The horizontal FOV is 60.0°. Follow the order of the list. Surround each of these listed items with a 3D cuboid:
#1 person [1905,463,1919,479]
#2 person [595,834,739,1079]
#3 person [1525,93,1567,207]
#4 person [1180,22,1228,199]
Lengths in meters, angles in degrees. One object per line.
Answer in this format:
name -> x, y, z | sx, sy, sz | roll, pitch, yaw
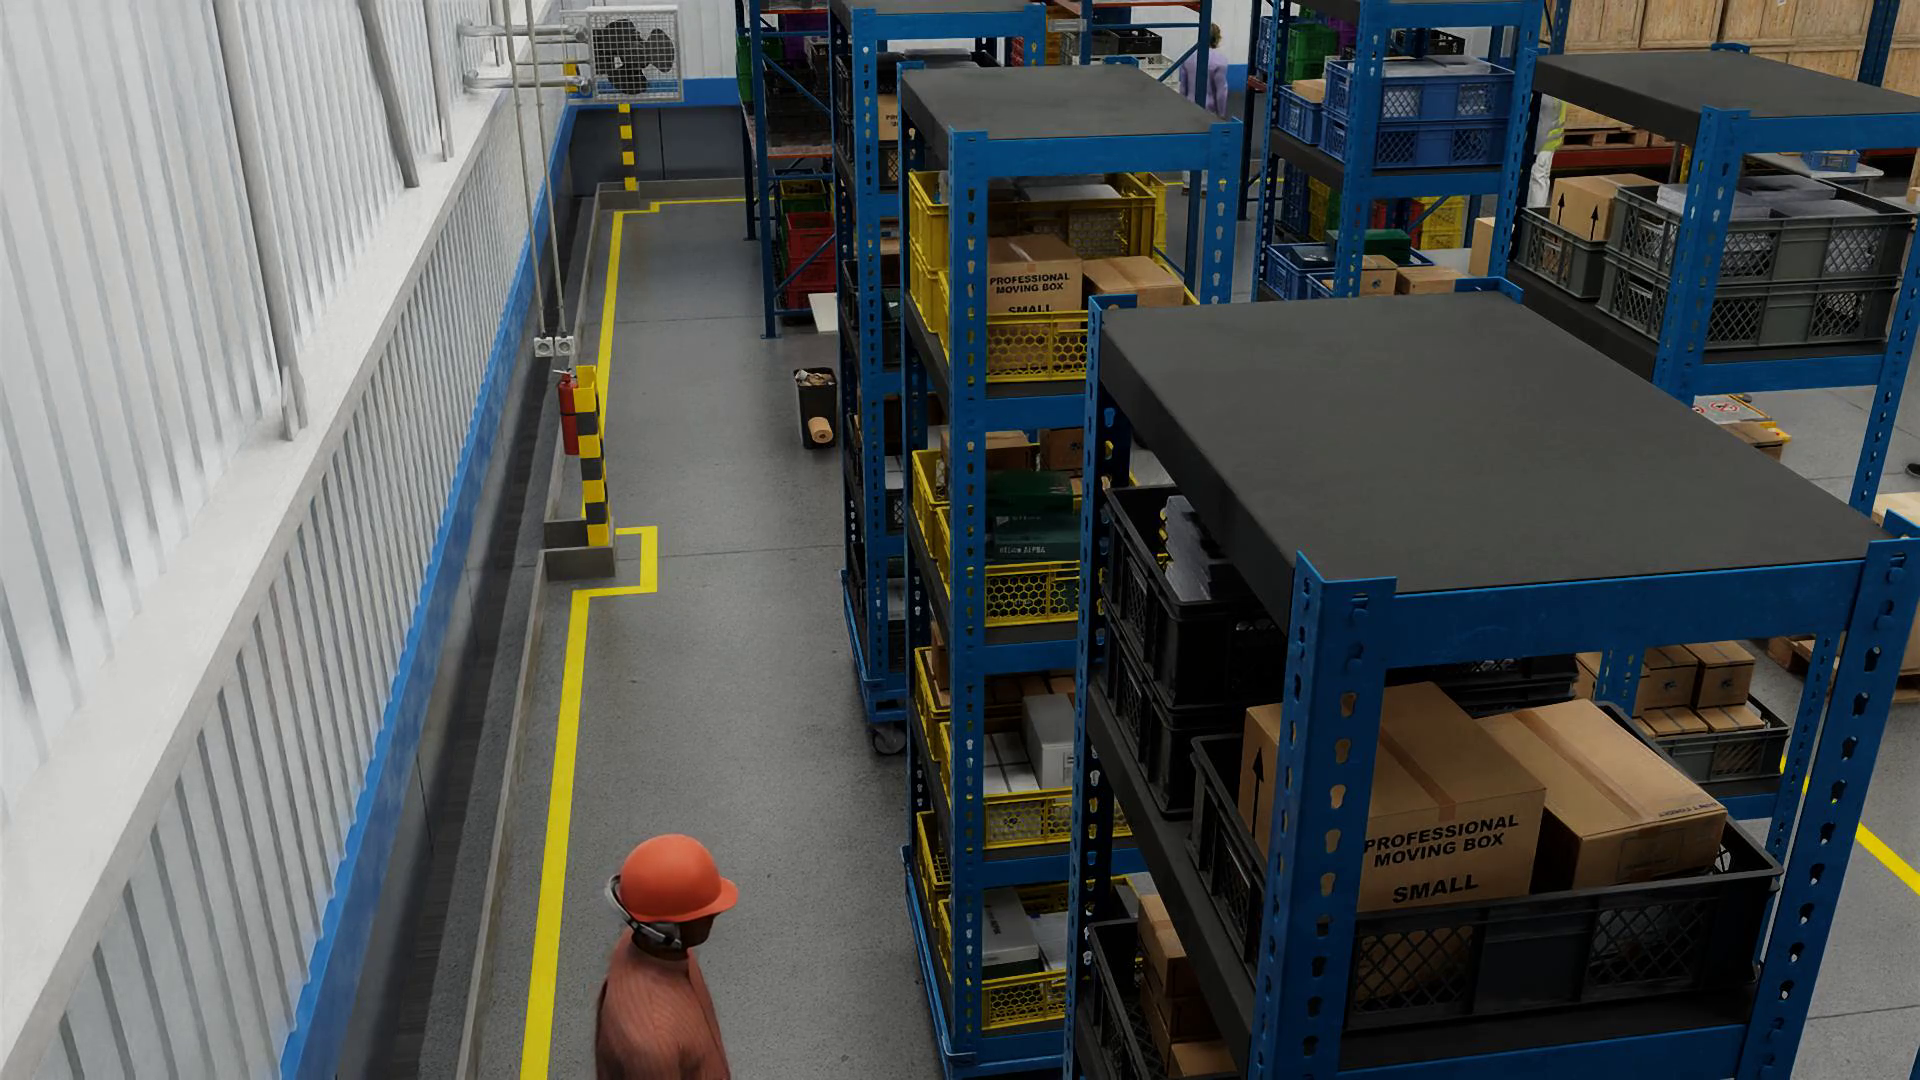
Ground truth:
person -> 6.784, -1.265, 11.160 | 0.600, 1.830, 0.403 | -5, 25, -10
person -> -0.776, 1.670, 4.611 | 0.413, 1.986, 0.605 | -2, 25, -4
person -> 6.031, -4.101, 17.317 | 0.429, 1.842, 0.627 | 13, 28, 25
person -> 2.756, -4.862, 18.863 | 0.379, 1.933, 0.629 | -21, 32, -39
